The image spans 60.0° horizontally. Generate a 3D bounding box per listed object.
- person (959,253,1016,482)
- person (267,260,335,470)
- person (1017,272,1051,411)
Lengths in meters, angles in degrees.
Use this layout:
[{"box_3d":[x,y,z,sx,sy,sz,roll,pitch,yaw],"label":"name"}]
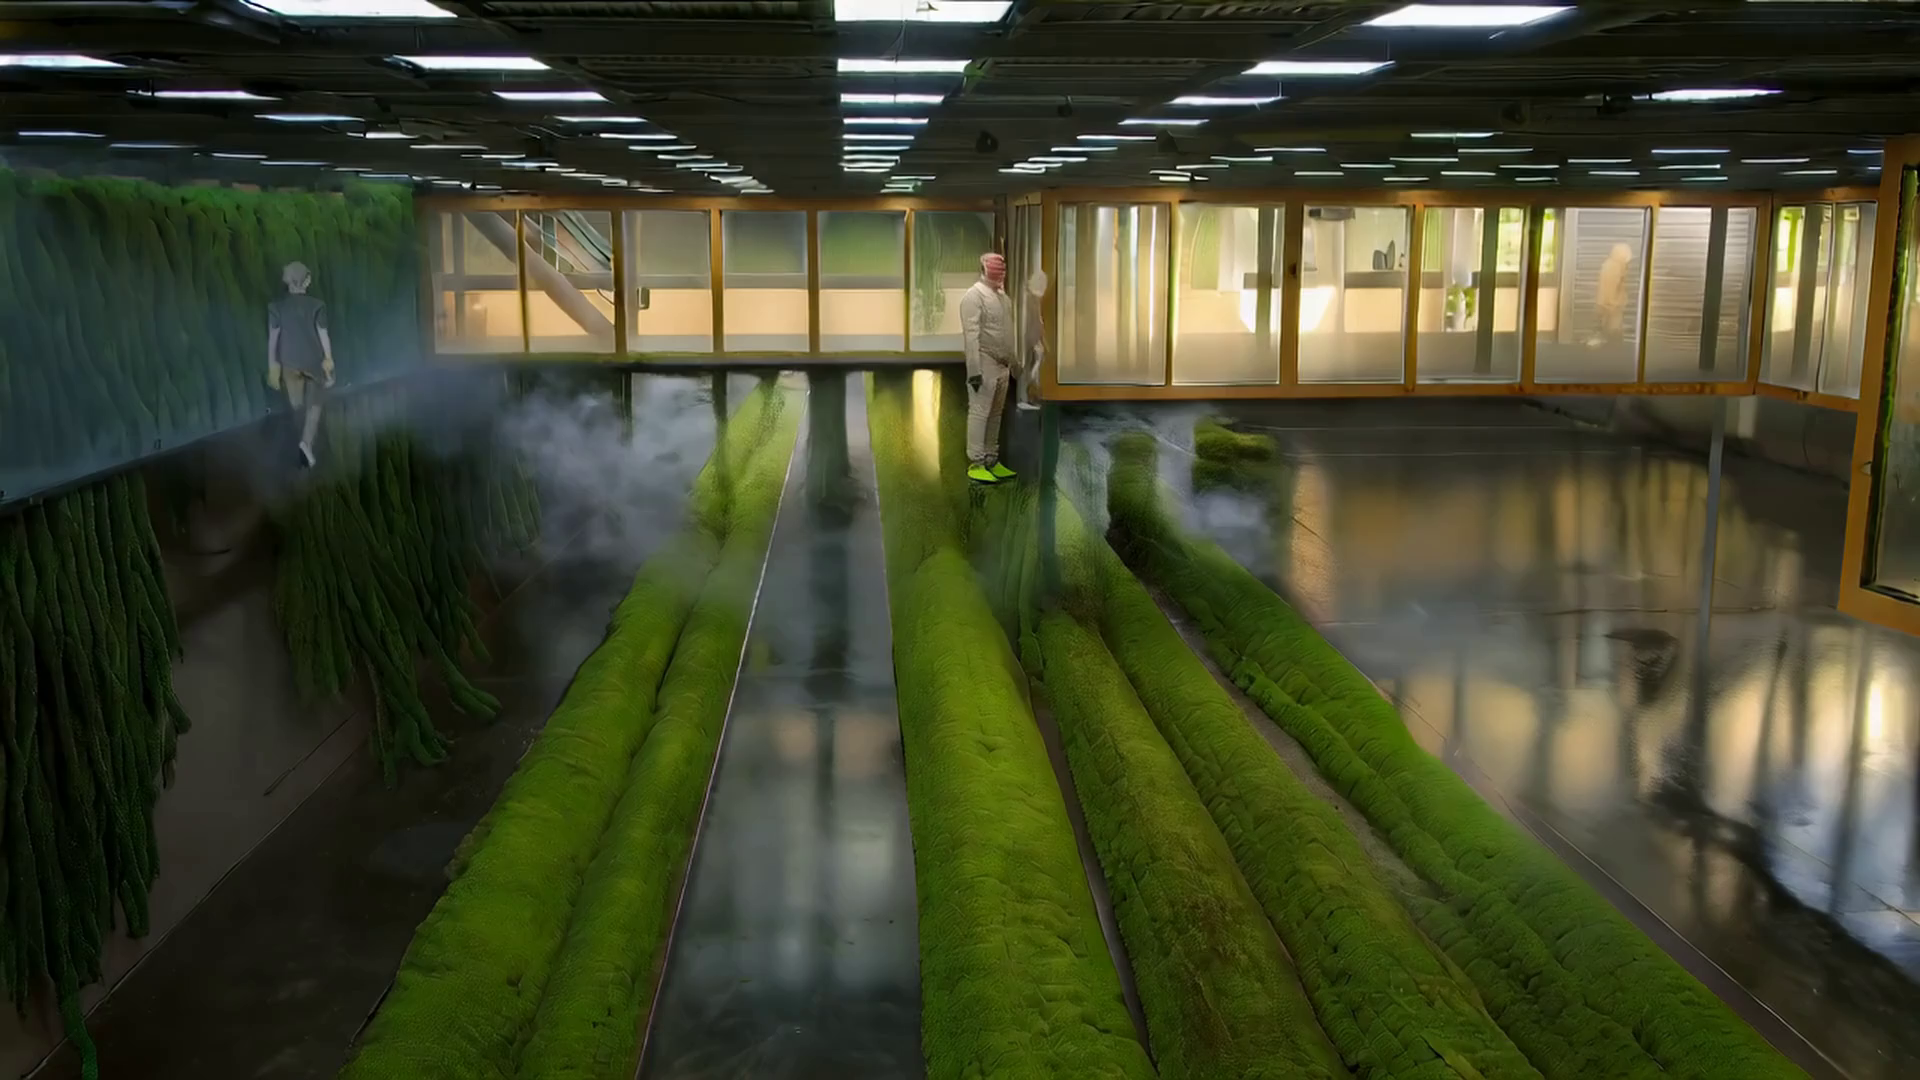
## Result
[{"box_3d":[0.260,-1.450,14.009,0.408,1.908,0.645,6,12,28],"label":"person"},{"box_3d":[-5.787,-1.519,14.567,0.545,1.839,0.754,-1,11,-6],"label":"person"},{"box_3d":[0.860,-2.322,19.493,0.427,1.616,0.520,1,11,6],"label":"person"}]
